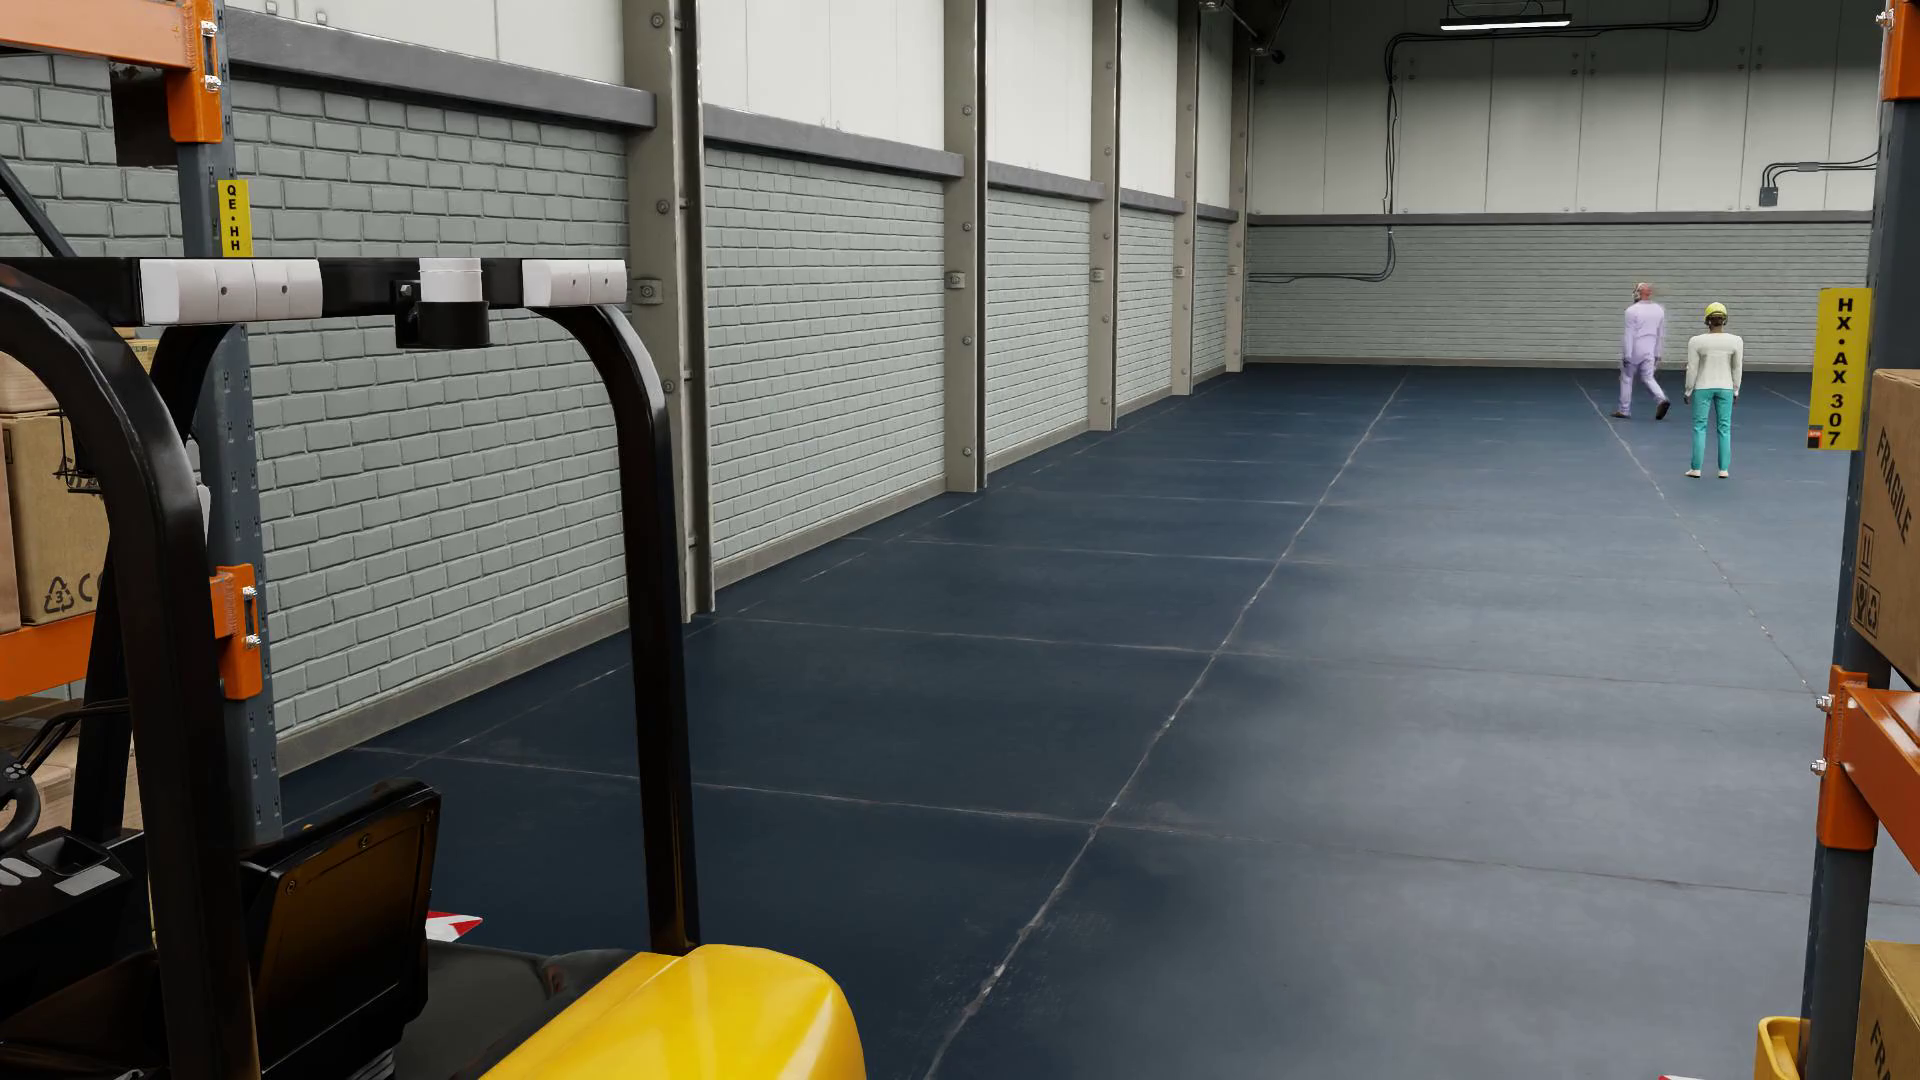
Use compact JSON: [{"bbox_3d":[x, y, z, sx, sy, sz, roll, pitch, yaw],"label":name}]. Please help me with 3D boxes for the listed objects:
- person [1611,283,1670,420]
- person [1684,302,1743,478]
[{"bbox_3d":[9.353,-2.576,22.765,0.650,1.882,0.820,-4,10,-21],"label":"person"},{"bbox_3d":[7.536,-1.493,16.667,0.523,1.761,0.326,2,10,12],"label":"person"}]
